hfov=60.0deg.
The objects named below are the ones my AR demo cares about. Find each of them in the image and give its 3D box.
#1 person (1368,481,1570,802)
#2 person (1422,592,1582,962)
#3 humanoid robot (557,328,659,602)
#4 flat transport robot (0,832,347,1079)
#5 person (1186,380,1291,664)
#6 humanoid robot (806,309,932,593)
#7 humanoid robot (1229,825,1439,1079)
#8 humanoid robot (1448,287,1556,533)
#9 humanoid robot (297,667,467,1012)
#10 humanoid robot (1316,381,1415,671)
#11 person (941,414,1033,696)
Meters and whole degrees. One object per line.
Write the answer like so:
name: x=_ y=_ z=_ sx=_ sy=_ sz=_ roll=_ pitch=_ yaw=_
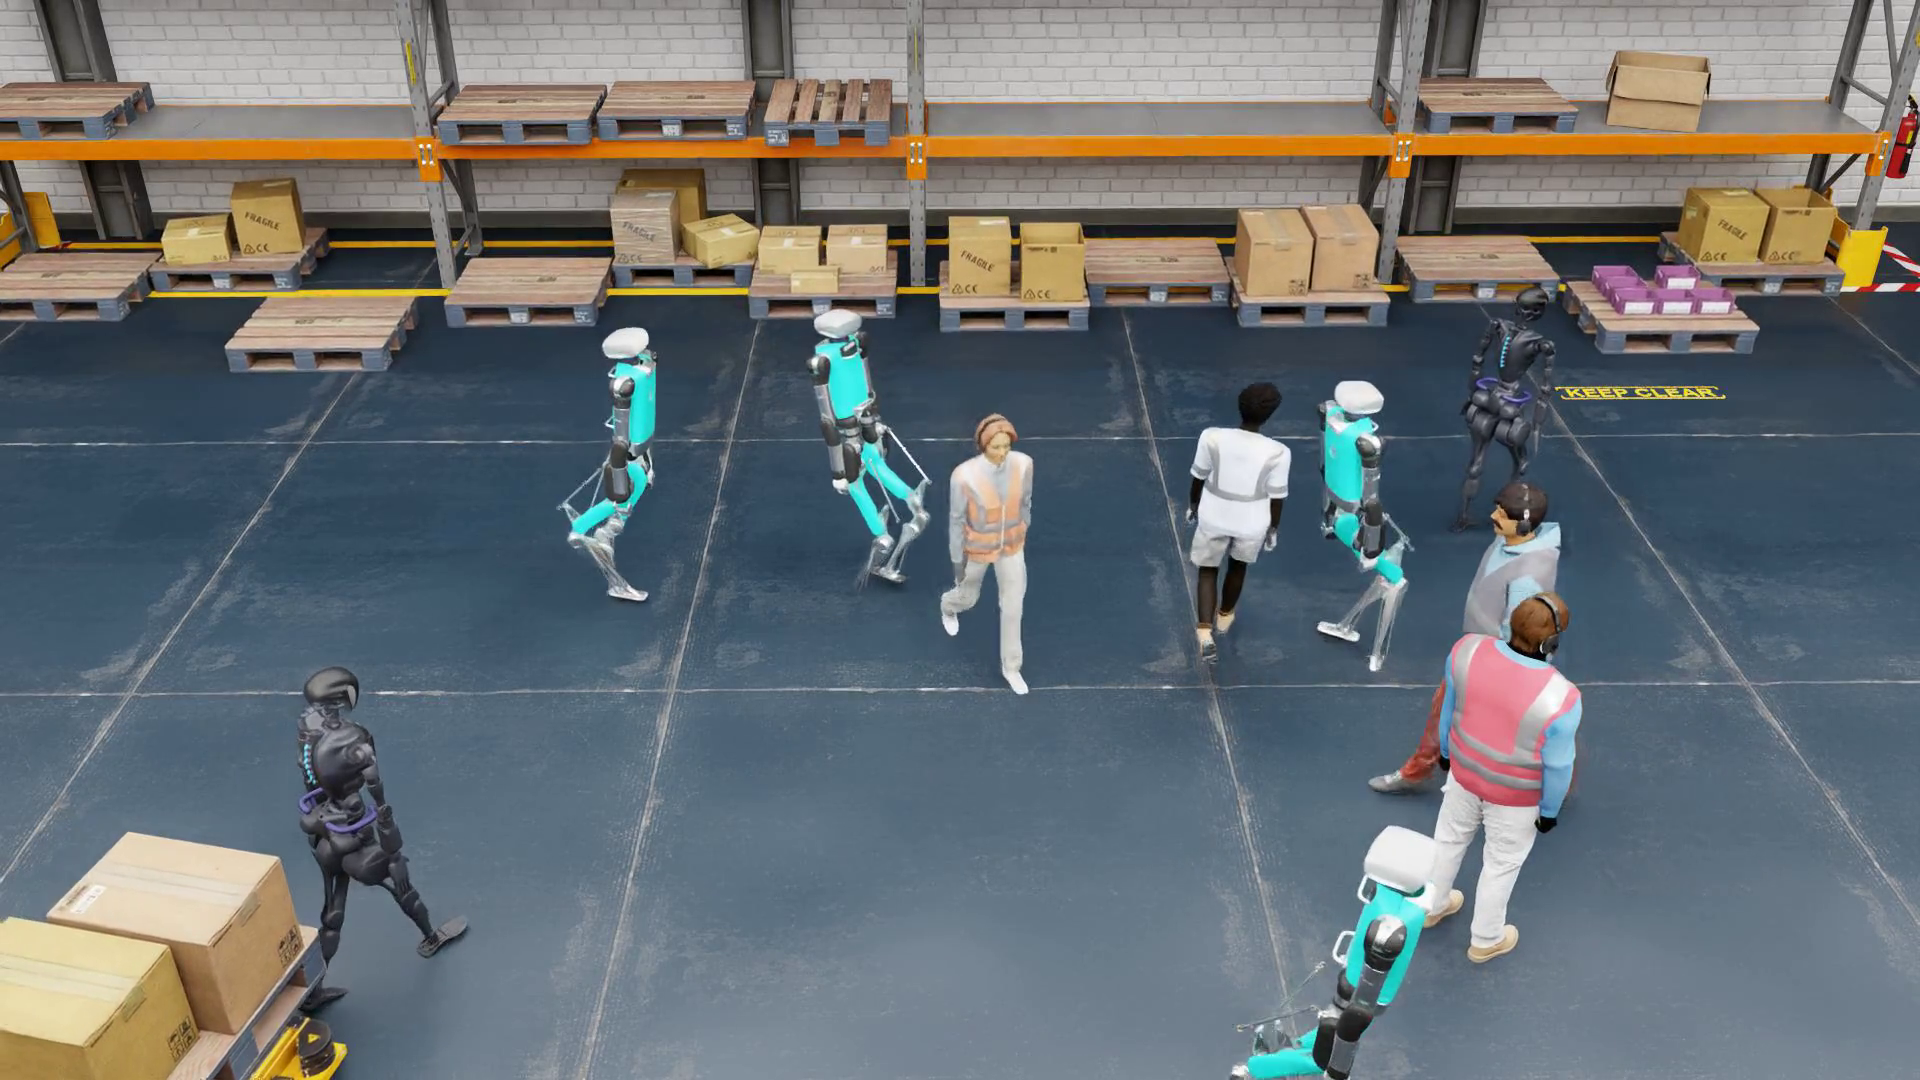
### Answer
person: x=2.608 y=0.545 z=7.984 sx=0.963 sy=1.833 sz=0.554 roll=0 pitch=31 yaw=1
person: x=2.340 y=1.019 z=7.203 sx=0.431 sy=1.836 sz=0.629 roll=-24 pitch=38 yaw=-34
humanoid robot: x=-2.052 y=-0.335 z=9.650 sx=0.721 sy=1.900 sz=0.549 roll=5 pitch=31 yaw=8
flat transport robot: x=-3.332 y=2.171 z=6.796 sx=1.431 sy=0.231 sz=0.659 roll=7 pitch=32 yaw=11
person: x=1.512 y=-0.084 z=9.194 sx=0.556 sy=1.656 sz=0.708 roll=6 pitch=32 yaw=11
humanoid robot: x=-0.455 y=-0.432 z=9.744 sx=0.781 sy=1.812 sz=0.530 roll=15 pitch=34 yaw=24
humanoid robot: x=1.256 y=1.729 z=6.128 sx=0.774 sy=1.808 sz=0.534 roll=14 pitch=34 yaw=22
humanoid robot: x=3.408 y=-0.817 z=10.418 sx=0.537 sy=1.640 sz=0.609 roll=-22 pitch=37 yaw=-32
humanoid robot: x=-2.591 y=1.235 z=7.048 sx=0.611 sy=1.629 sz=0.792 roll=21 pitch=37 yaw=31
humanoid robot: x=2.281 y=-0.091 z=9.128 sx=0.761 sy=1.760 sz=0.568 roll=-11 pitch=33 yaw=-17
person: x=0.134 y=0.006 z=9.099 sx=0.520 sy=1.609 sz=0.759 roll=-13 pitch=33 yaw=-20
